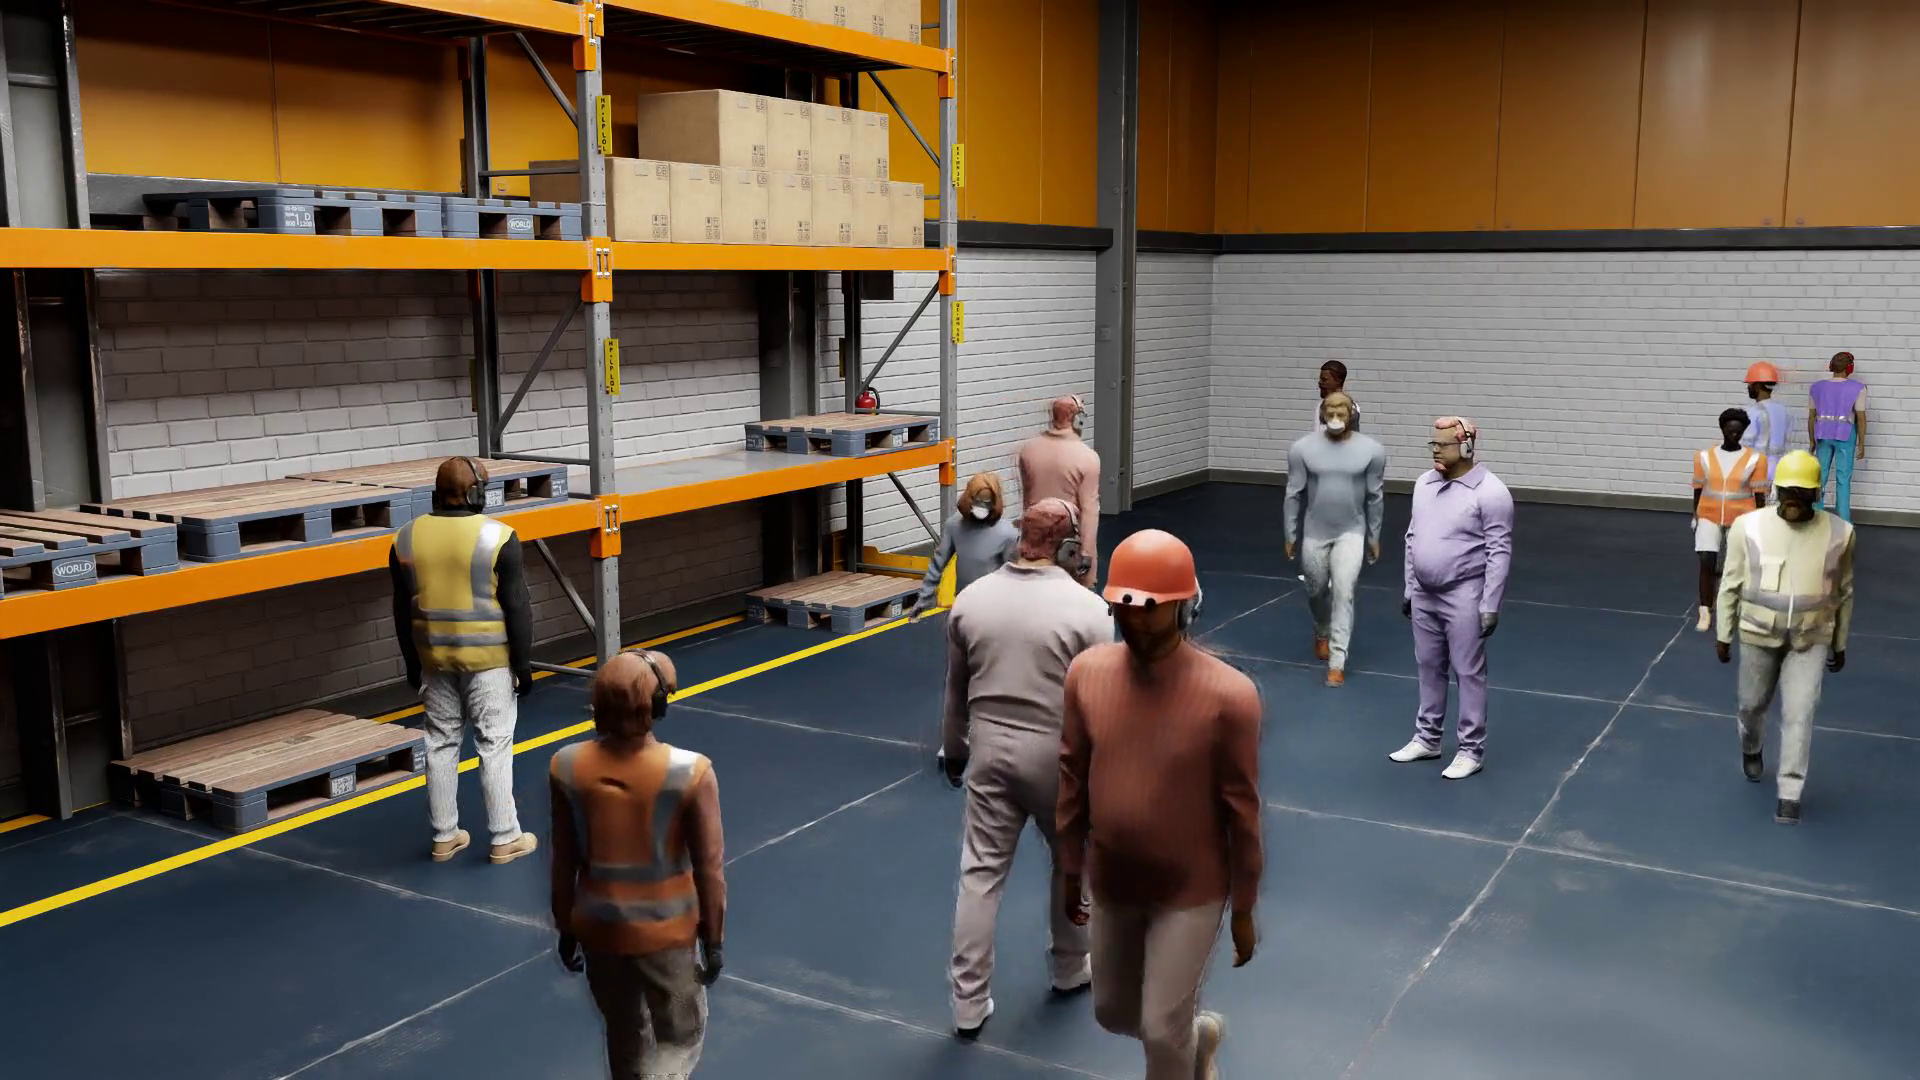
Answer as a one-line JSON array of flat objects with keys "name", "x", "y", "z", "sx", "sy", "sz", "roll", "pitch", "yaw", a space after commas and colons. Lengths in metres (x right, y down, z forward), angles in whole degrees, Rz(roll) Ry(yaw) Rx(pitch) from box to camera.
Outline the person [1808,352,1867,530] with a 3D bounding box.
[{"name": "person", "x": 9.024, "y": -1.013, "z": 17.151, "sx": 0.389, "sy": 1.846, "sz": 0.567, "roll": -8, "pitch": 12, "yaw": -43}]

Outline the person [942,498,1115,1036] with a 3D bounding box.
[{"name": "person", "x": 0.279, "y": 0.778, "z": 5.917, "sx": 0.769, "sy": 1.854, "sz": 0.886, "roll": 5, "pitch": 11, "yaw": 31}]

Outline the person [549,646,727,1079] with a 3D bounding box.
[{"name": "person", "x": -0.913, "y": 1.111, "z": 4.611, "sx": 0.522, "sy": 1.622, "sz": 0.635, "roll": 2, "pitch": 9, "yaw": 14}]

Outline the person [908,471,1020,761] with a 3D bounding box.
[{"name": "person", "x": 0.075, "y": 0.401, "z": 9.137, "sx": 0.590, "sy": 1.580, "sz": 0.833, "roll": 8, "pitch": 12, "yaw": 40}]

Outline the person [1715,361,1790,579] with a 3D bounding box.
[{"name": "person", "x": 6.824, "y": -0.543, "z": 14.013, "sx": 0.553, "sy": 1.913, "sz": 0.784, "roll": -7, "pitch": 11, "yaw": -37}]

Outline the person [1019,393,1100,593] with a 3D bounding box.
[{"name": "person", "x": 0.616, "y": -0.006, "z": 10.748, "sx": 0.637, "sy": 1.884, "sz": 0.812, "roll": 7, "pitch": 12, "yaw": 38}]

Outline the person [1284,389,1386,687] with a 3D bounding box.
[{"name": "person", "x": 2.468, "y": -0.051, "z": 10.984, "sx": 0.640, "sy": 1.912, "sz": 0.921, "roll": 3, "pitch": 9, "yaw": 16}]

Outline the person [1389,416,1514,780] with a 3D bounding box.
[{"name": "person", "x": 2.573, "y": 0.298, "z": 8.777, "sx": 0.401, "sy": 1.906, "sz": 0.649, "roll": -5, "pitch": 11, "yaw": -30}]

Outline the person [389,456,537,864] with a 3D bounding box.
[{"name": "person", "x": -2.208, "y": 0.539, "z": 7.481, "sx": 0.634, "sy": 1.839, "sz": 0.429, "roll": 2, "pitch": 9, "yaw": 10}]

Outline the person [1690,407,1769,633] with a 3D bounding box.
[{"name": "person", "x": 5.767, "y": -0.174, "z": 12.476, "sx": 0.532, "sy": 1.674, "sz": 0.792, "roll": 6, "pitch": 11, "yaw": 33}]

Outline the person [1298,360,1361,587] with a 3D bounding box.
[{"name": "person", "x": 3.177, "y": -0.563, "z": 14.111, "sx": 0.395, "sy": 1.920, "sz": 0.587, "roll": -3, "pitch": 10, "yaw": -17}]

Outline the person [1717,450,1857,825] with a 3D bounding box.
[{"name": "person", "x": 4.093, "y": 0.433, "z": 8.278, "sx": 0.602, "sy": 1.806, "sz": 0.839, "roll": 4, "pitch": 10, "yaw": 23}]

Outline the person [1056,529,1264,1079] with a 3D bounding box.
[{"name": "person", "x": 0.587, "y": 0.923, "z": 4.708, "sx": 0.625, "sy": 1.973, "sz": 0.788, "roll": 6, "pitch": 11, "yaw": 35}]
